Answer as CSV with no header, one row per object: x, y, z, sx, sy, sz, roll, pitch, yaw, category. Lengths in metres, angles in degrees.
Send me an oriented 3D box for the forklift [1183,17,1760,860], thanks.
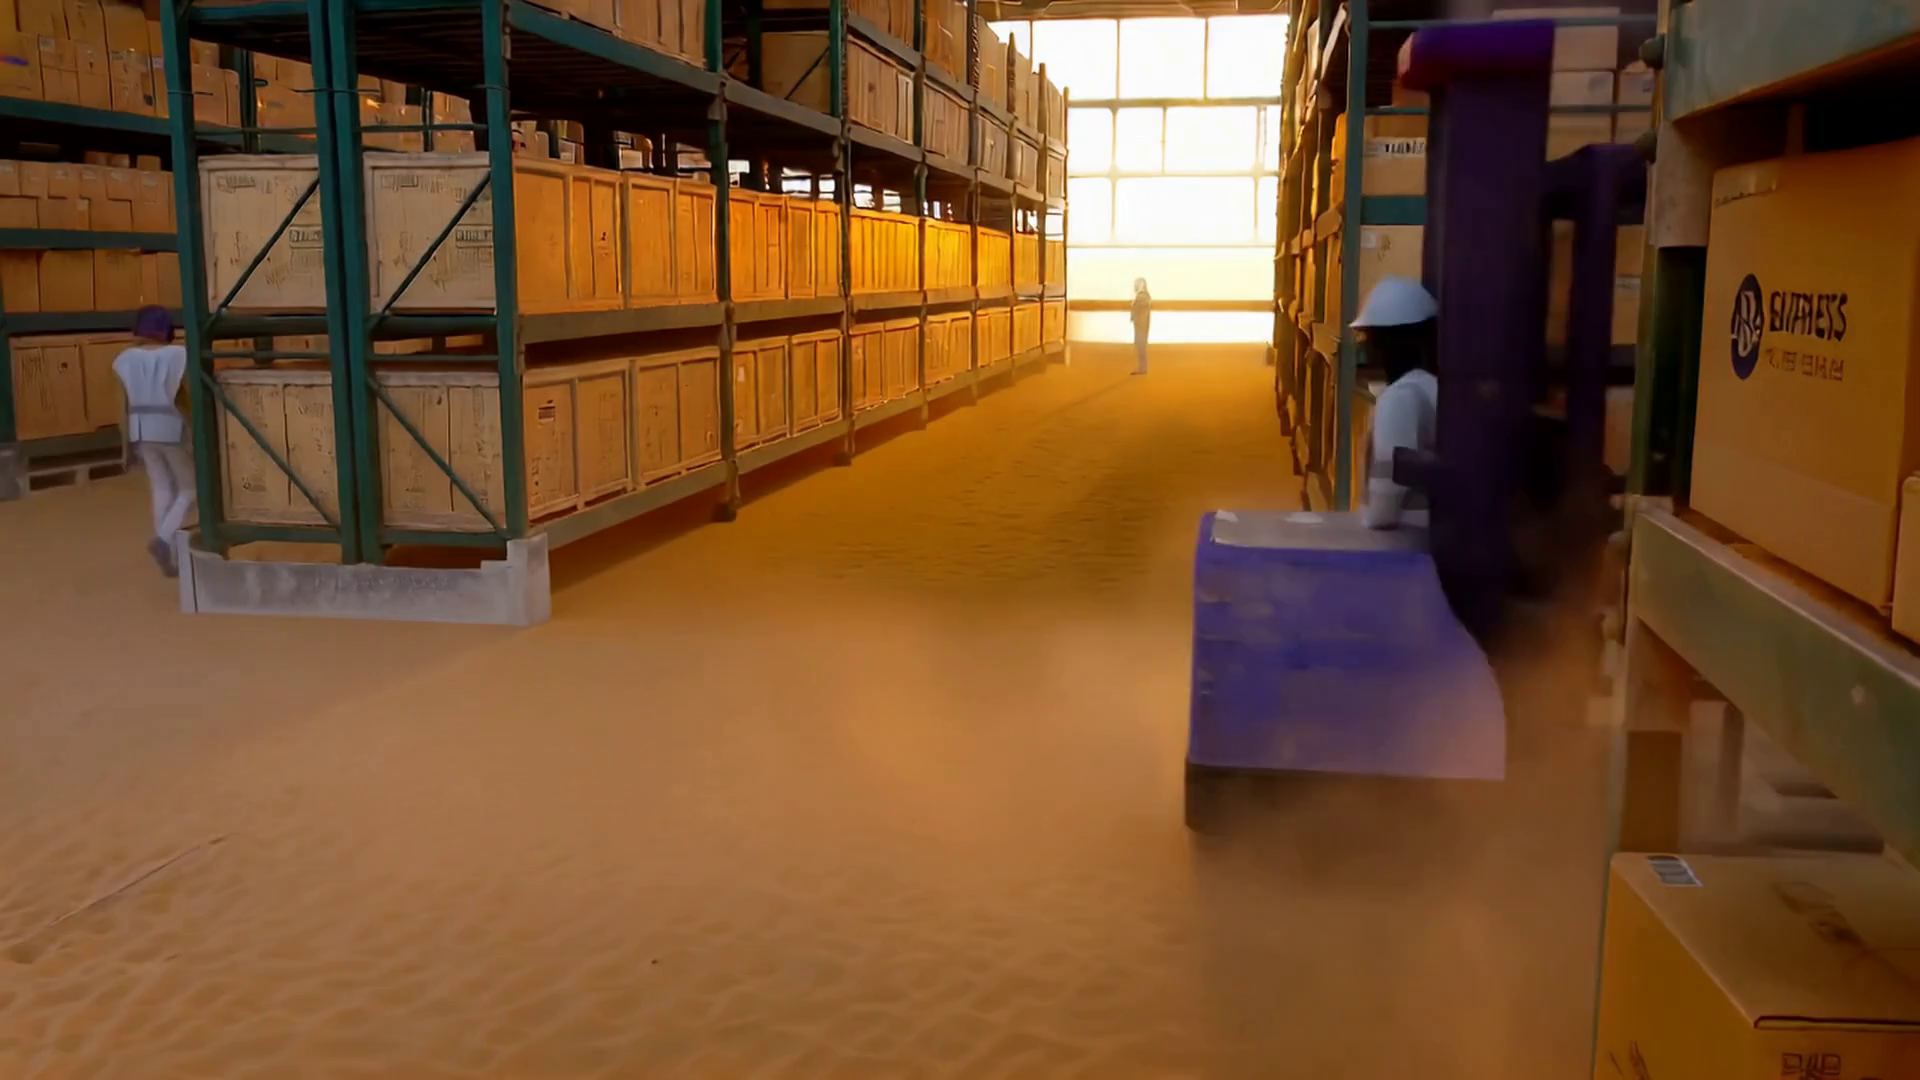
1.785,-0.361,5.924,1.873,2.768,1.129,2,9,10,forklift

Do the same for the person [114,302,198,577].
-5.215,-0.636,10.884,0.588,1.825,0.574,1,9,4,person

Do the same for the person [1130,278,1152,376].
3.530,-4.172,32.589,0.409,1.906,0.648,3,10,16,person

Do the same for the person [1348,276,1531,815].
1.695,0.052,6.074,0.892,2.016,0.612,5,10,27,person
